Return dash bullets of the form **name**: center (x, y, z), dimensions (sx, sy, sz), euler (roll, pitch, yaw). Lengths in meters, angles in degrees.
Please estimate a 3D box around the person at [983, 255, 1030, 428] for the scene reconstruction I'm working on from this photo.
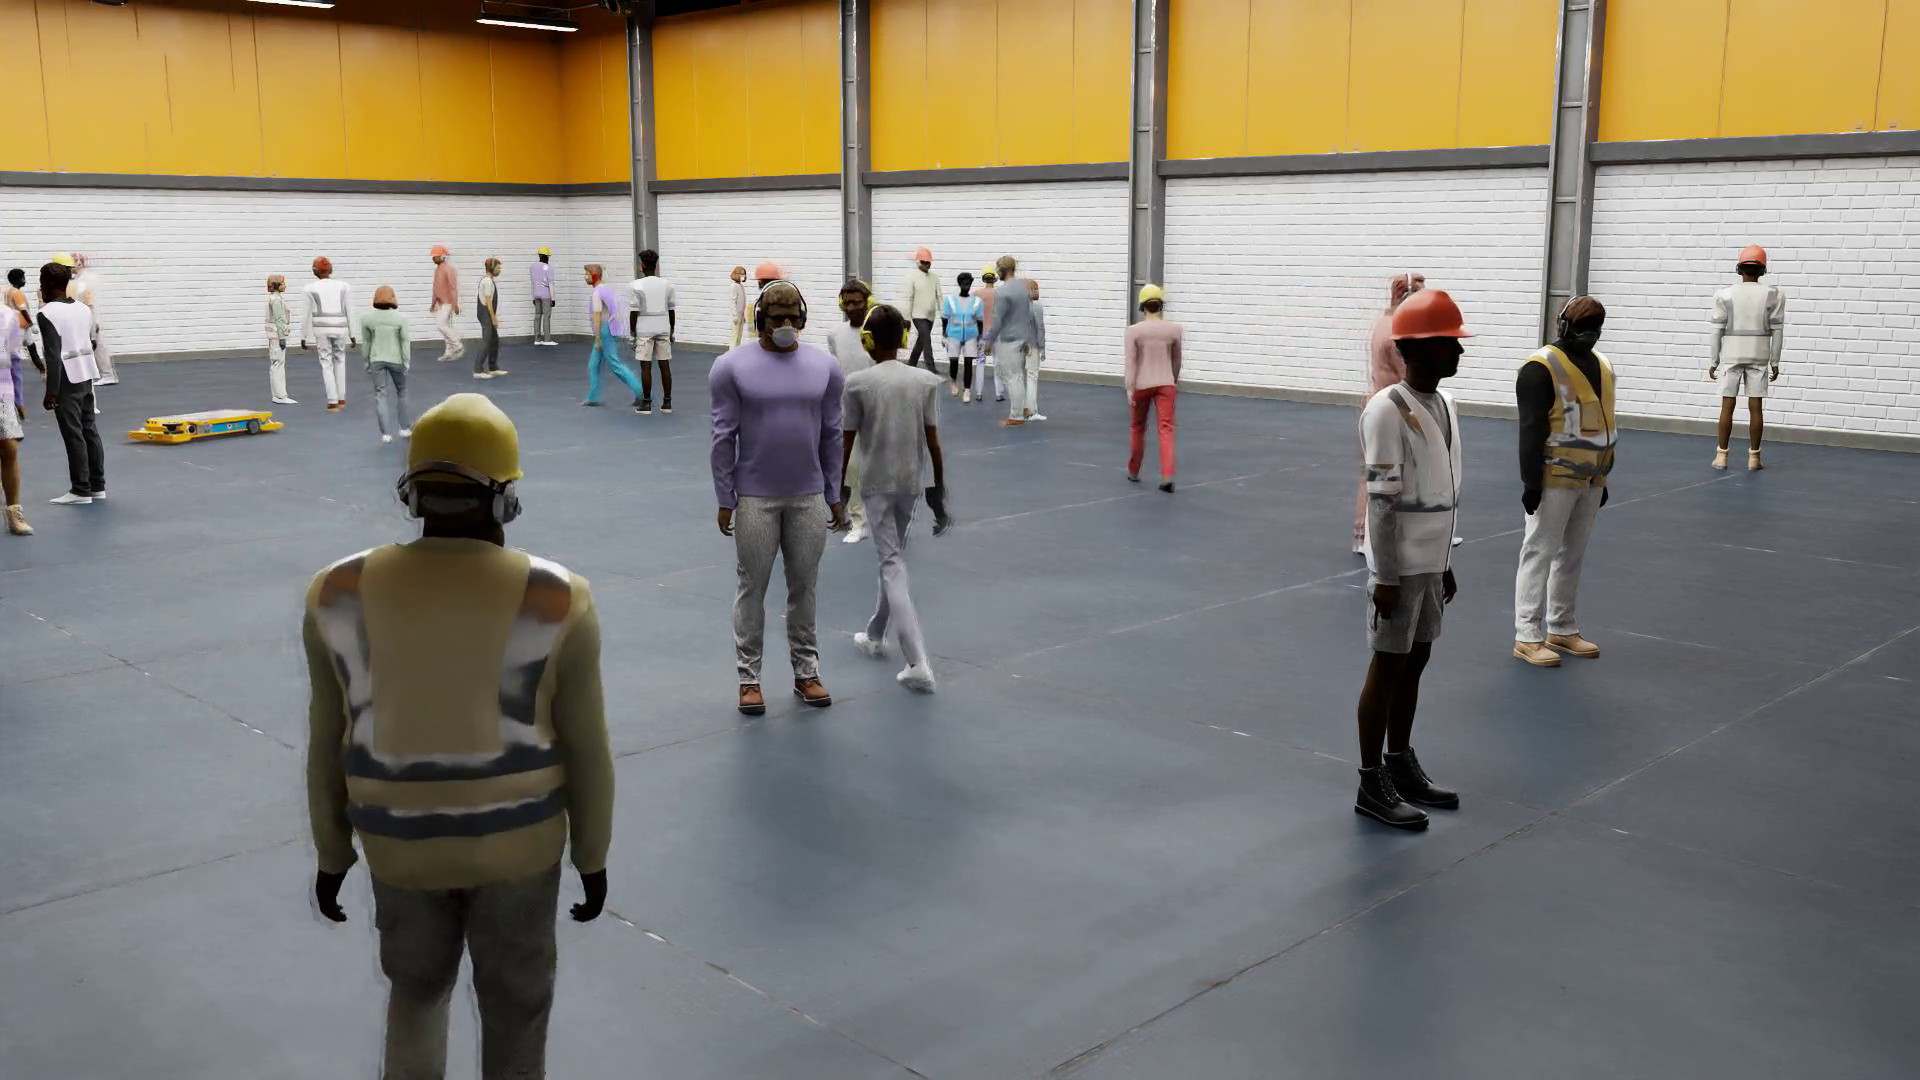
- **person**: center (0.540, -2.194, 18.451), dimensions (0.449, 1.917, 0.635), euler (4, 11, 22)

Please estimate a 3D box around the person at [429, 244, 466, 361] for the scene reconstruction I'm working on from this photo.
- **person**: center (-8.740, -4.004, 28.157), dimensions (0.437, 1.973, 0.638), euler (-7, 12, -33)

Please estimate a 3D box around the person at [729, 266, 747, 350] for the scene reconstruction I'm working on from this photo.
- **person**: center (-3.582, -3.603, 26.903), dimensions (0.279, 1.633, 0.497), euler (2, 11, 10)

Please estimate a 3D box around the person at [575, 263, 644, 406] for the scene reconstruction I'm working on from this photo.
- **person**: center (-4.331, -2.534, 20.673), dimensions (0.910, 1.808, 0.577), euler (-1, 10, -5)

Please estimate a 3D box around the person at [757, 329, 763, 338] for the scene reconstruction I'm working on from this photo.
- **person**: center (-1.317, -0.828, 11.884), dimensions (0.527, 1.600, 0.841), euler (1, 10, 6)

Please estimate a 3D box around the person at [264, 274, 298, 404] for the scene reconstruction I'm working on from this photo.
- **person**: center (-8.647, -2.545, 21.110), dimensions (0.314, 1.641, 0.515), euler (-5, 12, -27)

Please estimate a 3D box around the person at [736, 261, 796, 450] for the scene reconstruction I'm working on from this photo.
- **person**: center (-1.809, -1.691, 15.797), dimensions (0.569, 1.878, 1.008), euler (-8, 13, -36)

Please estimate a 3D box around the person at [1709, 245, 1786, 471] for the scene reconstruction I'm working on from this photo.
- **person**: center (7.137, -1.649, 15.132), dimensions (0.608, 2.044, 0.370), euler (4, 11, 22)

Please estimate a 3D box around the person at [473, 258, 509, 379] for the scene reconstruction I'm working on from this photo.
- **person**: center (-7.078, -3.324, 24.984), dimensions (0.539, 1.795, 0.747), euler (-3, 11, -16)

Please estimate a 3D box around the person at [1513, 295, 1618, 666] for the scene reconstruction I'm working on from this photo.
- **person**: center (3.040, -0.298, 8.318), dimensions (0.633, 1.839, 0.429), euler (-7, 13, -34)

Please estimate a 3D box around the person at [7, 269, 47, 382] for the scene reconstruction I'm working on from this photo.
- **person**: center (-13.496, -3.075, 23.966), dimensions (0.845, 1.652, 0.540), euler (-7, 13, -34)

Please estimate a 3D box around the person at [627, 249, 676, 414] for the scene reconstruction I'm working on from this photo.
- **person**: center (-3.691, -2.492, 19.933), dimensions (0.607, 1.967, 0.367), euler (-7, 12, -33)

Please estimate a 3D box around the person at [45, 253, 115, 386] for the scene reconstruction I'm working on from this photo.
- **person**: center (-12.456, -3.084, 23.410), dimensions (0.943, 1.866, 0.677), euler (-6, 12, -29)

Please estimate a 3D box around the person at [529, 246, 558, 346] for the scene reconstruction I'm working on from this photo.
- **person**: center (-8.069, -4.728, 32.263), dimensions (0.585, 1.919, 0.388), euler (6, 12, 29)

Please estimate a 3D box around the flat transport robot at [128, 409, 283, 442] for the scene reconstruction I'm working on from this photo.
- **flat transport robot**: center (-7.990, -1.226, 17.661), dimensions (0.652, 0.197, 1.431), euler (5, 11, 25)

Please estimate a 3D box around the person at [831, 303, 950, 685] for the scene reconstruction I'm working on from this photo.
- **person**: center (-0.343, -0.232, 8.070), dimensions (0.536, 1.812, 0.999), euler (-5, 12, -27)

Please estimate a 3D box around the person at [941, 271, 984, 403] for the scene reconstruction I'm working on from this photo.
- **person**: center (0.032, -2.593, 21.246), dimensions (0.561, 1.675, 0.455), euler (-1, 10, -6)

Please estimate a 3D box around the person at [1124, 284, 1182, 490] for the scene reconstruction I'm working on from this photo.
- **person**: center (1.642, -1.295, 14.088), dimensions (0.527, 1.730, 0.892), euler (-1, 10, -6)

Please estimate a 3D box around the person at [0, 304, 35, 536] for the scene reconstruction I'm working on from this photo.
- **person**: center (-7.059, -1.045, 11.938), dimensions (0.923, 2.021, 0.623), euler (7, 13, 35)

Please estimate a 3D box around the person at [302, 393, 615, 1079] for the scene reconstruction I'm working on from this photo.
- **person**: center (-1.014, 0.612, 3.415), dimensions (0.621, 1.816, 0.448), euler (-1, 10, -4)

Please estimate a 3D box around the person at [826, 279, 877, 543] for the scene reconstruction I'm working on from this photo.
- **person**: center (-0.656, -0.908, 11.646), dimensions (0.531, 1.846, 0.564), euler (3, 11, 18)

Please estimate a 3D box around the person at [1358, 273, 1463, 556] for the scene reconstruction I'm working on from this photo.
- **person**: center (3.035, -0.804, 10.984), dimensions (0.792, 1.880, 0.651), euler (2, 11, 9)

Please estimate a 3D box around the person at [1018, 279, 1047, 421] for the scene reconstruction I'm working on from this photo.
- **person**: center (0.787, -2.198, 19.240), dimensions (0.508, 1.632, 0.271), euler (9, 14, 41)

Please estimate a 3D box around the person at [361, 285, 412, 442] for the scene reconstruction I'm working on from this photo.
- **person**: center (-5.951, -1.838, 17.326), dimensions (0.507, 1.607, 0.681), euler (-2, 11, -8)

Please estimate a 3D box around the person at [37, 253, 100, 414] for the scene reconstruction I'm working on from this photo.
- **person**: center (-10.538, -2.422, 19.673), dimensions (0.588, 1.923, 0.383), euler (-5, 11, -23)

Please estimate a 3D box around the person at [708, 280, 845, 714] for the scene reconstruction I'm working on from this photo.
- **person**: center (-0.806, -0.194, 7.489), dimensions (0.630, 1.937, 0.373), euler (-4, 11, -22)

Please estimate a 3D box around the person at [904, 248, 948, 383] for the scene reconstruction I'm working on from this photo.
- **person**: center (-0.534, -3.279, 24.286), dimensions (1.018, 1.951, 0.606), euler (10, 14, 43)

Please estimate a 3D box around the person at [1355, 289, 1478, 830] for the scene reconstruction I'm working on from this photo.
- **person**: center (1.660, 0.066, 6.057), dimensions (0.354, 1.942, 0.545), euler (8, 13, 38)

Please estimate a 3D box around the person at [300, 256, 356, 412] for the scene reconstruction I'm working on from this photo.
- **person**: center (-7.721, -2.501, 20.228), dimensions (0.613, 1.870, 0.648), euler (-8, 13, -36)

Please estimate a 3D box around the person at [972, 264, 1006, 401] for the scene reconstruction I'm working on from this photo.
- **person**: center (0.390, -2.672, 21.494), dimensions (0.526, 1.762, 0.346), euler (2, 11, 12)

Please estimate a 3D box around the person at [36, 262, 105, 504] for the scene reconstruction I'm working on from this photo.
- **person**: center (-7.086, -1.242, 13.247), dimensions (0.399, 1.920, 0.590), euler (0, 10, 2)
